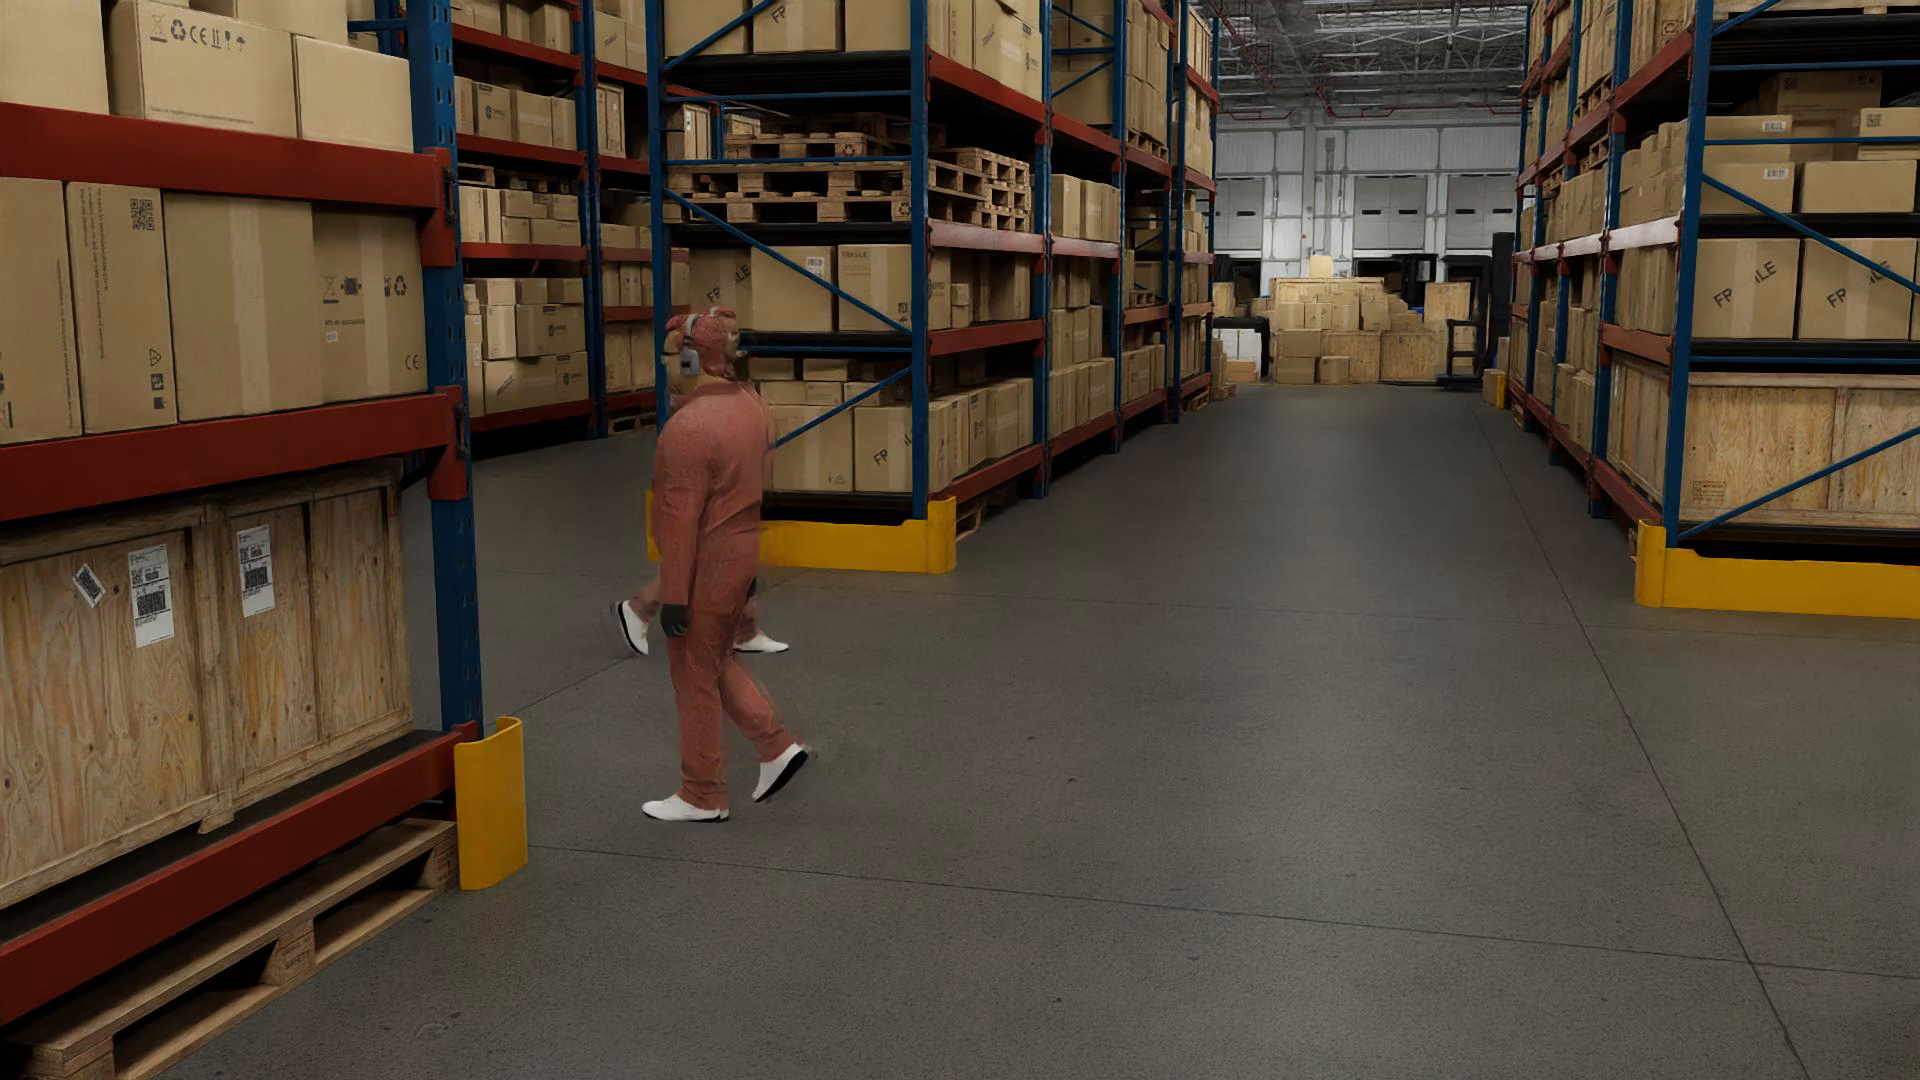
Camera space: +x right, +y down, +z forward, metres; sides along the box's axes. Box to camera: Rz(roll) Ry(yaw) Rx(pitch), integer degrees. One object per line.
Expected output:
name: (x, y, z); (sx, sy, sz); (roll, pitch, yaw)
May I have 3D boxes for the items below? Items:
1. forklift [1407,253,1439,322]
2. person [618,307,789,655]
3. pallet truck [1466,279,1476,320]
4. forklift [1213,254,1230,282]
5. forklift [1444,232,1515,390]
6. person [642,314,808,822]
forklift: (14.972, -7.886, 53.875); (1.129, 2.768, 1.873); (-3, 9, -19)
person: (-1.378, -0.298, 8.846); (0.809, 1.878, 0.649); (1, 9, 8)
pallet truck: (18.896, -8.459, 60.307); (1.885, 1.965, 0.823); (5, 10, 31)
forklift: (8.566, -8.070, 55.044); (1.873, 2.768, 1.129); (-2, 9, -14)
forklift: (9.650, -4.075, 29.659); (1.873, 2.768, 1.129); (2, 9, 13)
person: (-0.908, 0.121, 6.113); (0.500, 1.893, 0.668); (2, 9, 15)
